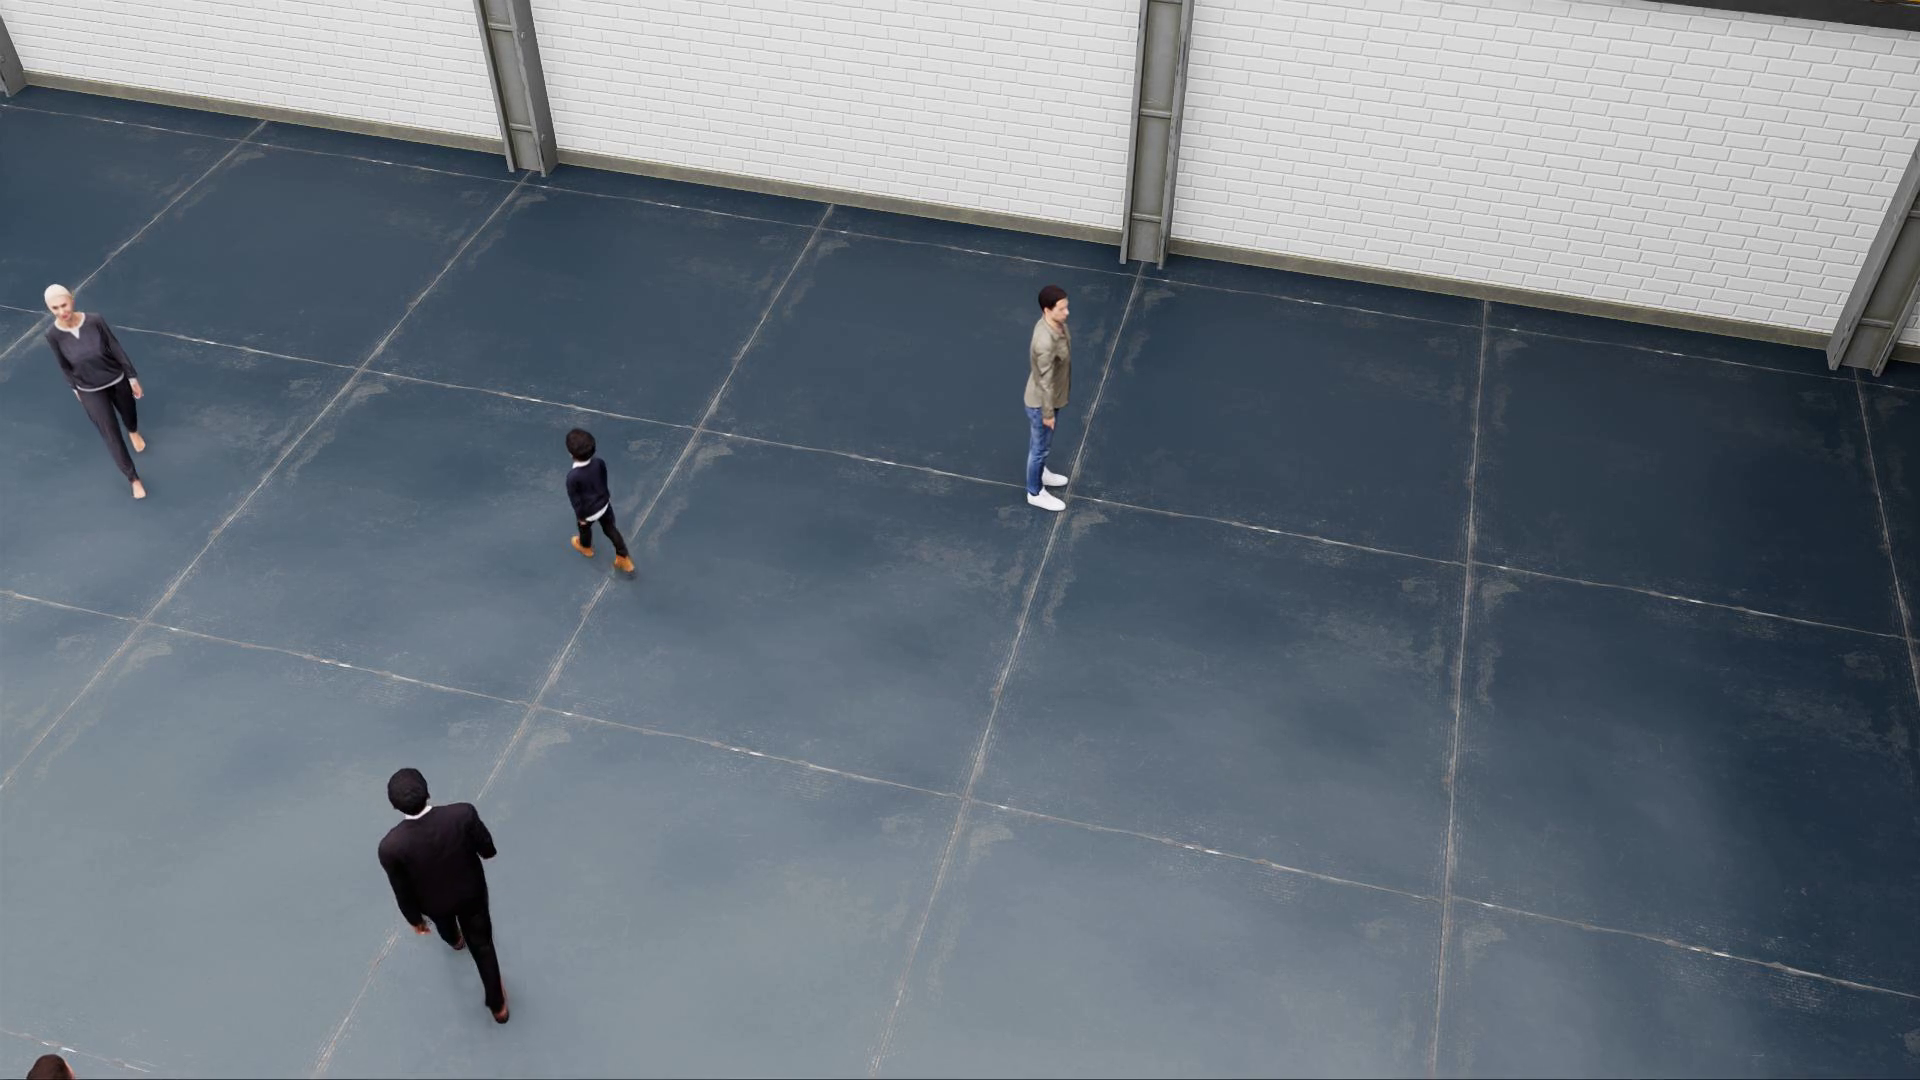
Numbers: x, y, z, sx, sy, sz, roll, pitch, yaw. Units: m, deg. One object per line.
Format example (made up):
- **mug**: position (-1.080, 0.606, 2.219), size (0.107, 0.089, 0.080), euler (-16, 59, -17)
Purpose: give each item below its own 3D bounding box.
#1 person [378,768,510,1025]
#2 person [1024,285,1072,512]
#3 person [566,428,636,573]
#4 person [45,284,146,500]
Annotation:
- **person**: position (-2.708, 1.962, 8.932), size (1.162, 1.840, 1.199), euler (-18, 47, -18)
- **person**: position (0.615, -1.049, 12.072), size (0.614, 1.867, 0.718), euler (6, 44, 7)
- **person**: position (-2.549, -0.247, 11.710), size (0.914, 1.206, 0.737), euler (33, 53, 30)
- **person**: position (-6.395, -1.222, 12.381), size (1.044, 1.692, 1.146), euler (-24, 49, -23)
